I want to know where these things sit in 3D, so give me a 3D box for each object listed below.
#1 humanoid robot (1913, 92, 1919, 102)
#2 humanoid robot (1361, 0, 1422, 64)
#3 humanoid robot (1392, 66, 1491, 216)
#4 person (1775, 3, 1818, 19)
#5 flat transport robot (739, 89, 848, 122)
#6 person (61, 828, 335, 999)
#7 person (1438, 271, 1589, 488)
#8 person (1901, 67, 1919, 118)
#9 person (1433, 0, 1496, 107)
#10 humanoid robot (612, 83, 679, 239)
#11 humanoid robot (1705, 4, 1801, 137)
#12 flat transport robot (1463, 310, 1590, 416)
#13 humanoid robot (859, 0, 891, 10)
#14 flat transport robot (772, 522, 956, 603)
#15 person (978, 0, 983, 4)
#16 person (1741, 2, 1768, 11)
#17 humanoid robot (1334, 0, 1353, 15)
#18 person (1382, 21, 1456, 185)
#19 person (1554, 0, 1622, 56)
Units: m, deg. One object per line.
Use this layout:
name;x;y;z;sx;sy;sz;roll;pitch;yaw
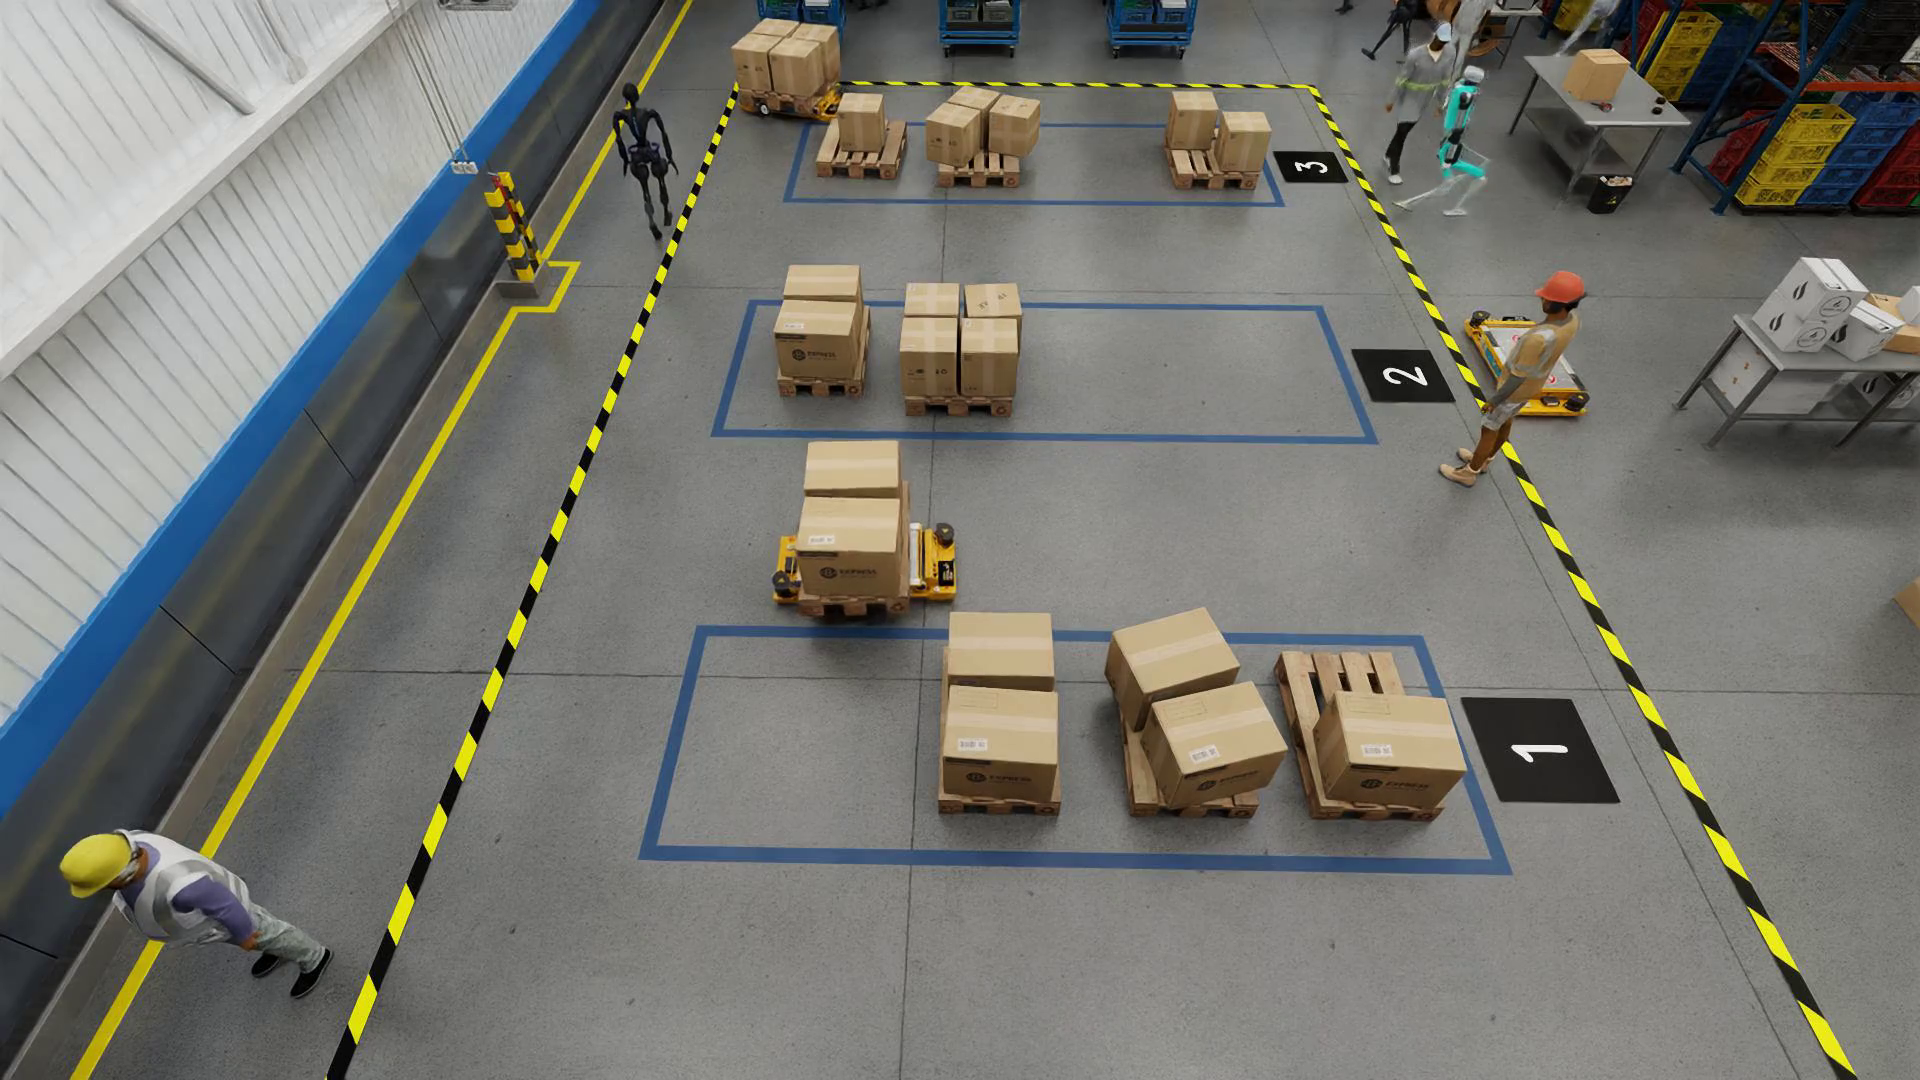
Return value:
humanoid robot;13.424;-6.551;12.223;0.541;1.789;0.671;32;56;25
humanoid robot;6.533;-7.869;13.441;0.767;1.625;0.589;32;56;25
humanoid robot;5.721;-4.431;10.420;1.047;1.742;0.542;10;50;9
person;11.937;-7.591;13.063;0.504;1.842;0.349;6;49;5
flat transport robot;-2.323;-6.192;12.874;1.431;0.197;0.652;13;50;11
person;-3.952;1.958;4.810;0.586;1.822;0.404;19;52;16
person;4.505;-1.265;7.462;0.604;2.035;0.381;-31;56;-24
person;12.856;-6.324;11.980;0.432;1.830;0.633;-6;49;-5
person;6.822;-6.884;12.436;0.309;1.864;0.530;-33;57;-25
humanoid robot;-3.511;-4.242;10.282;0.616;1.631;0.597;-7;50;-6
humanoid robot;10.204;-6.018;11.814;0.426;1.648;0.601;9;50;8
flat transport robot;5.573;-1.757;9.054;0.659;0.231;1.431;1;49;1
humanoid robot;-1.460;-9.579;14.904;0.632;1.634;0.585;-36;58;-27
flat transport robot;-0.755;0.176;7.362;1.431;0.197;0.652;-2;49;-1
person;0.258;-9.152;14.401;0.521;1.856;0.558;-2;49;-1
person;13.259;-9.584;14.703;0.759;1.984;0.489;-22;53;-18
humanoid robot;6.369;-9.368;14.707;0.353;1.643;0.616;-10;50;-9
person;5.558;-5.253;11.060;0.615;1.814;0.877;-6;49;-5
person;9.351;-7.766;13.301;0.829;1.701;0.491;-17;51;-14
